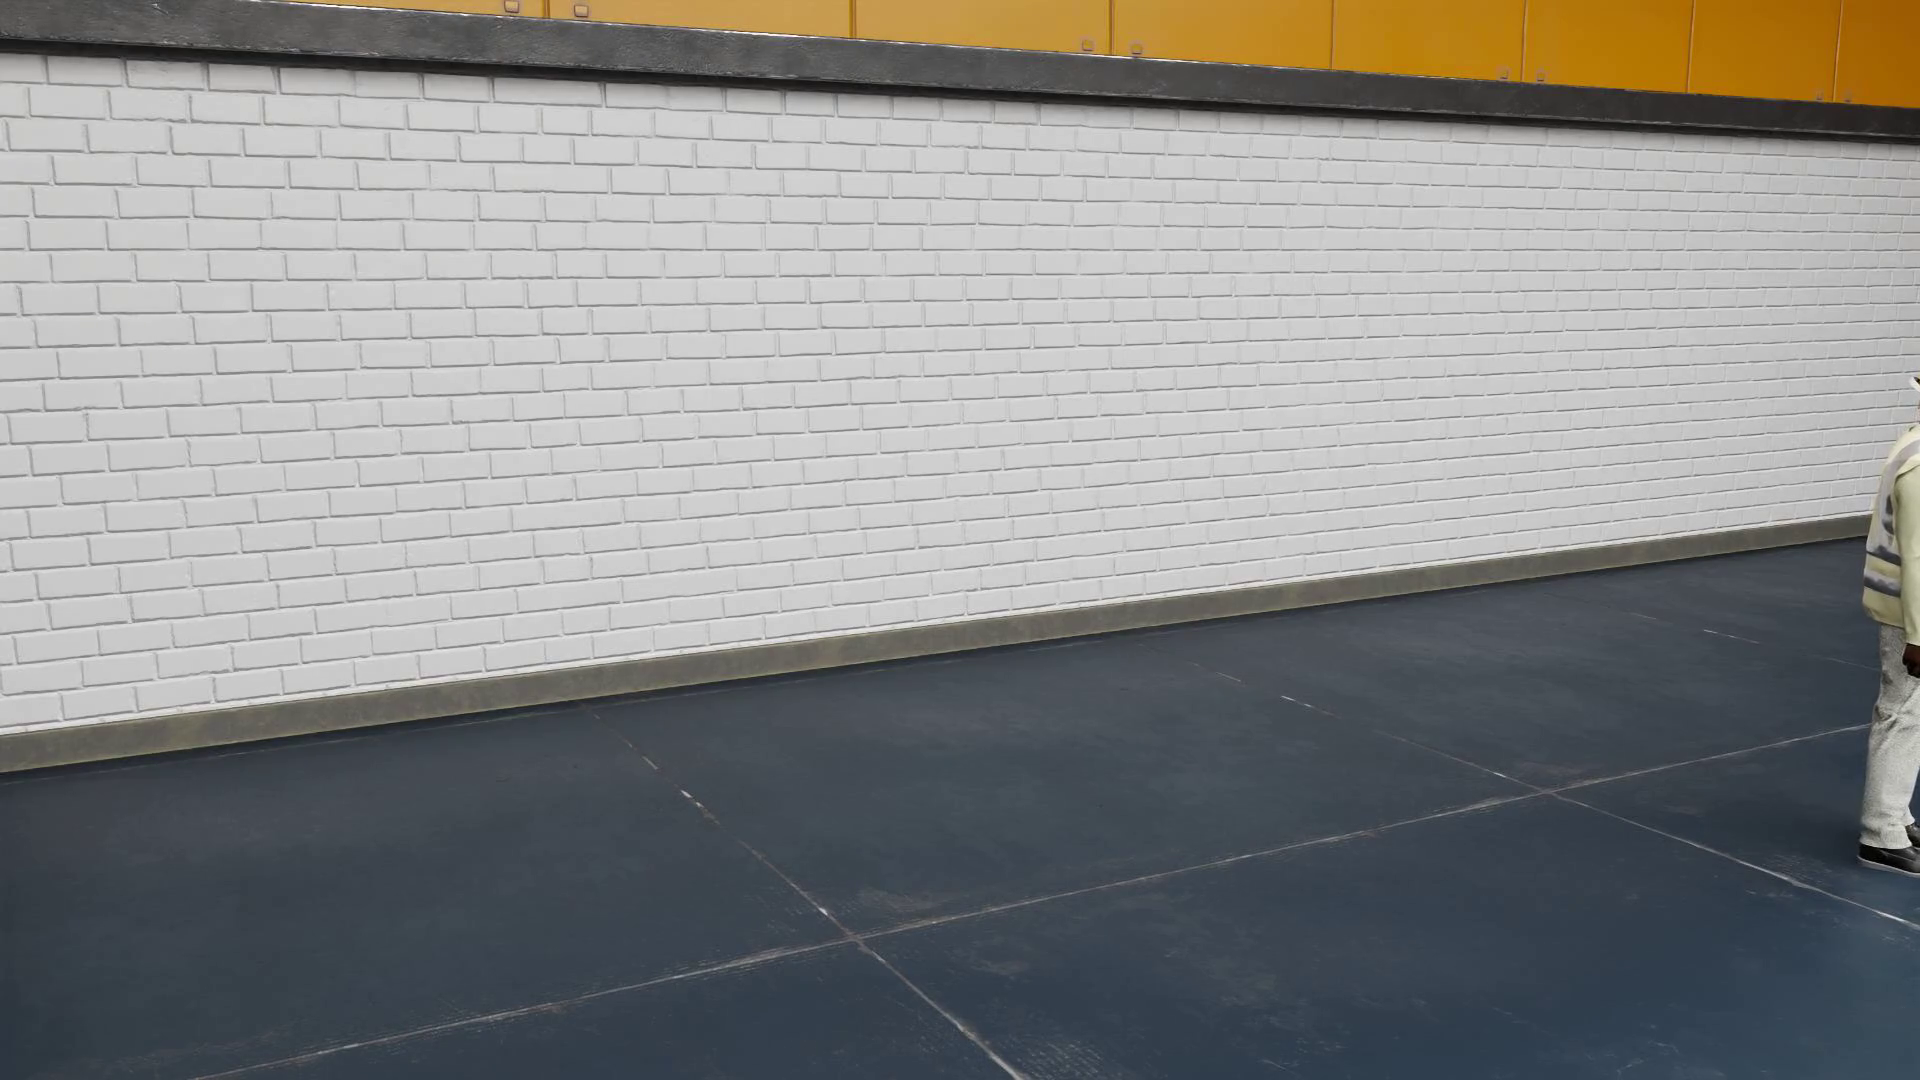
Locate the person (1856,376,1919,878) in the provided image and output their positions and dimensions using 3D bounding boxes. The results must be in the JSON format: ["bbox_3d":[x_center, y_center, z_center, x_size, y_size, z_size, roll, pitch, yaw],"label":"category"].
[{"bbox_3d":[3.313,0.241,5.695,0.403,1.825,0.591,6,11,30],"label":"person"}]
